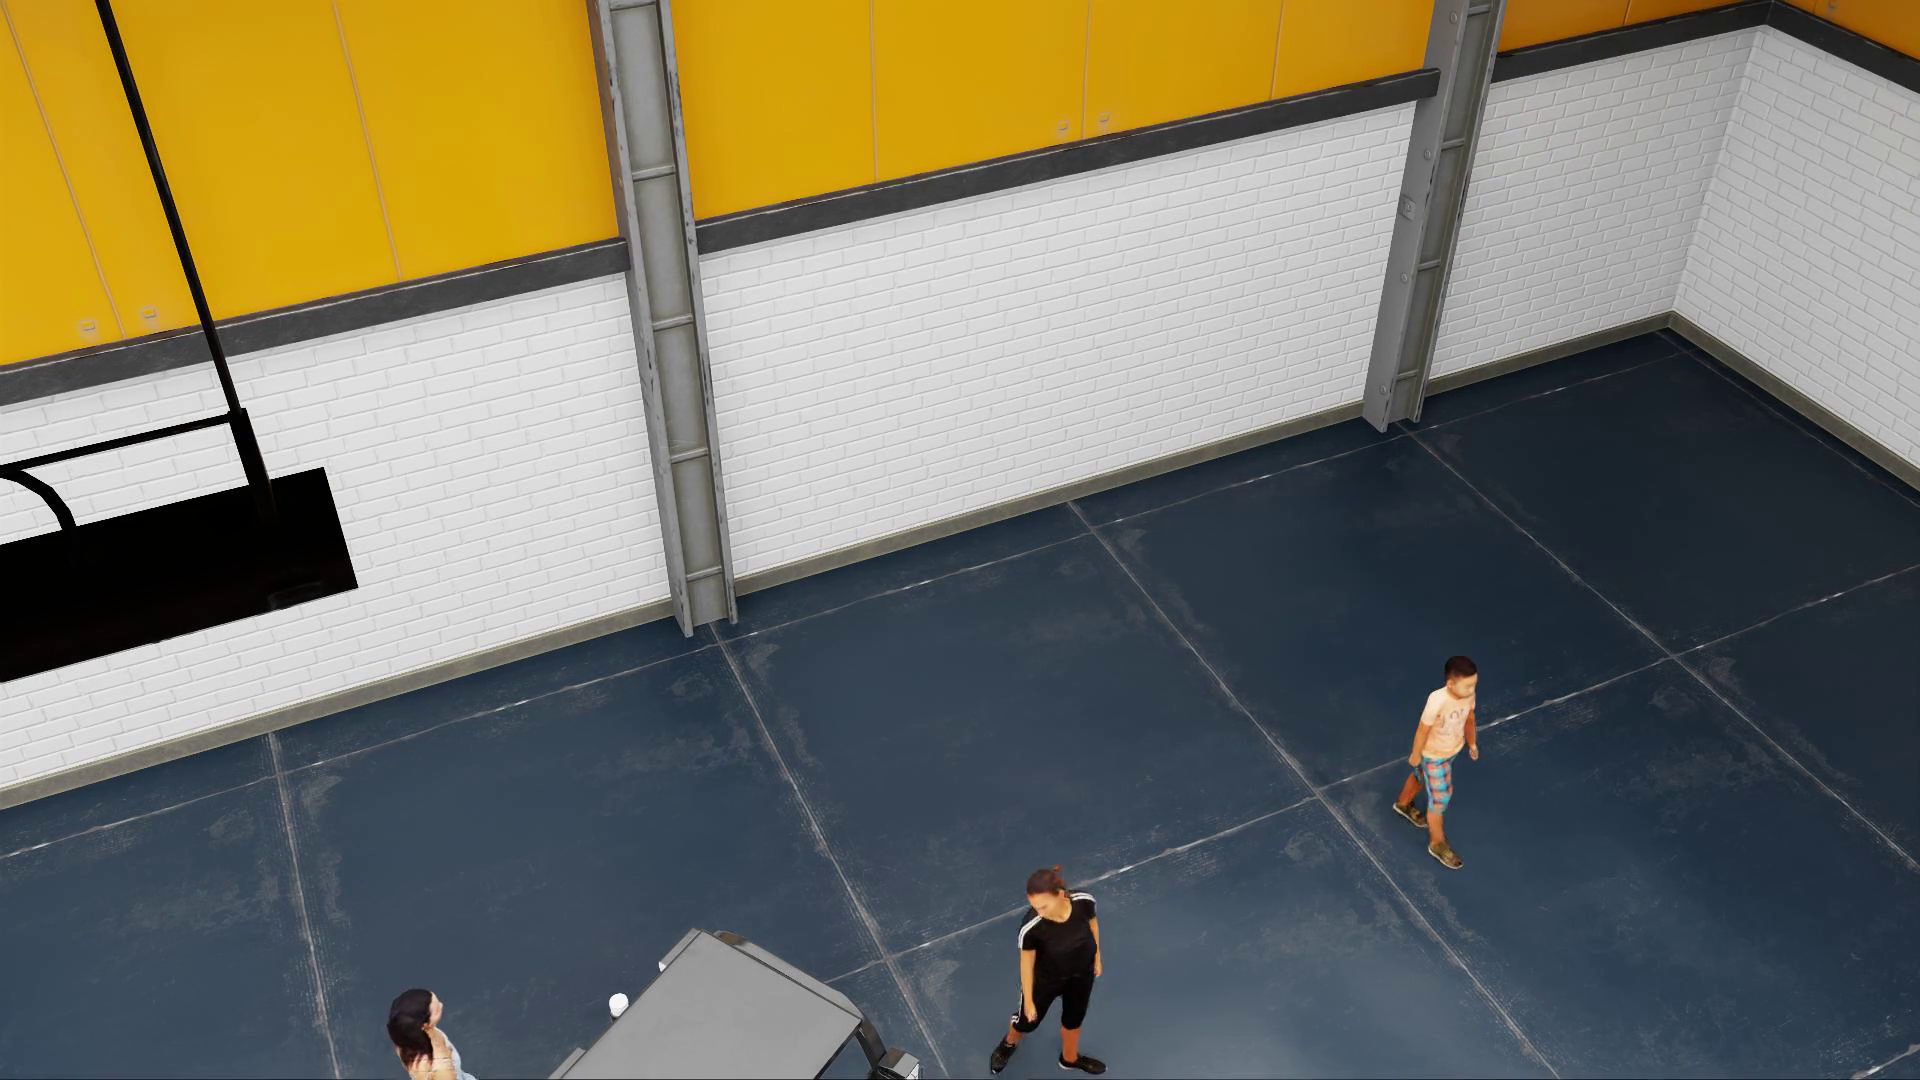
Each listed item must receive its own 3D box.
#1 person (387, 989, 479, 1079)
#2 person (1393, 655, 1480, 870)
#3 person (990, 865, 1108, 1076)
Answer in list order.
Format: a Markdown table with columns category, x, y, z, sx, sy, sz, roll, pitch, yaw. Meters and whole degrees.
| category | x | y | z | sx | sy | sz | roll | pitch | yaw |
| --- | --- | --- | --- | --- | --- | --- | --- | --- | --- |
| person | -2.510 | 2.717 | 7.878 | 0.750 | 1.724 | 0.836 | 31 | 48 | 33 |
| person | 2.821 | 1.215 | 9.987 | 0.827 | 1.440 | 0.725 | -29 | 47 | -31 |
| person | 0.544 | 2.225 | 8.558 | 0.617 | 1.645 | 0.792 | -29 | 47 | -32 |
